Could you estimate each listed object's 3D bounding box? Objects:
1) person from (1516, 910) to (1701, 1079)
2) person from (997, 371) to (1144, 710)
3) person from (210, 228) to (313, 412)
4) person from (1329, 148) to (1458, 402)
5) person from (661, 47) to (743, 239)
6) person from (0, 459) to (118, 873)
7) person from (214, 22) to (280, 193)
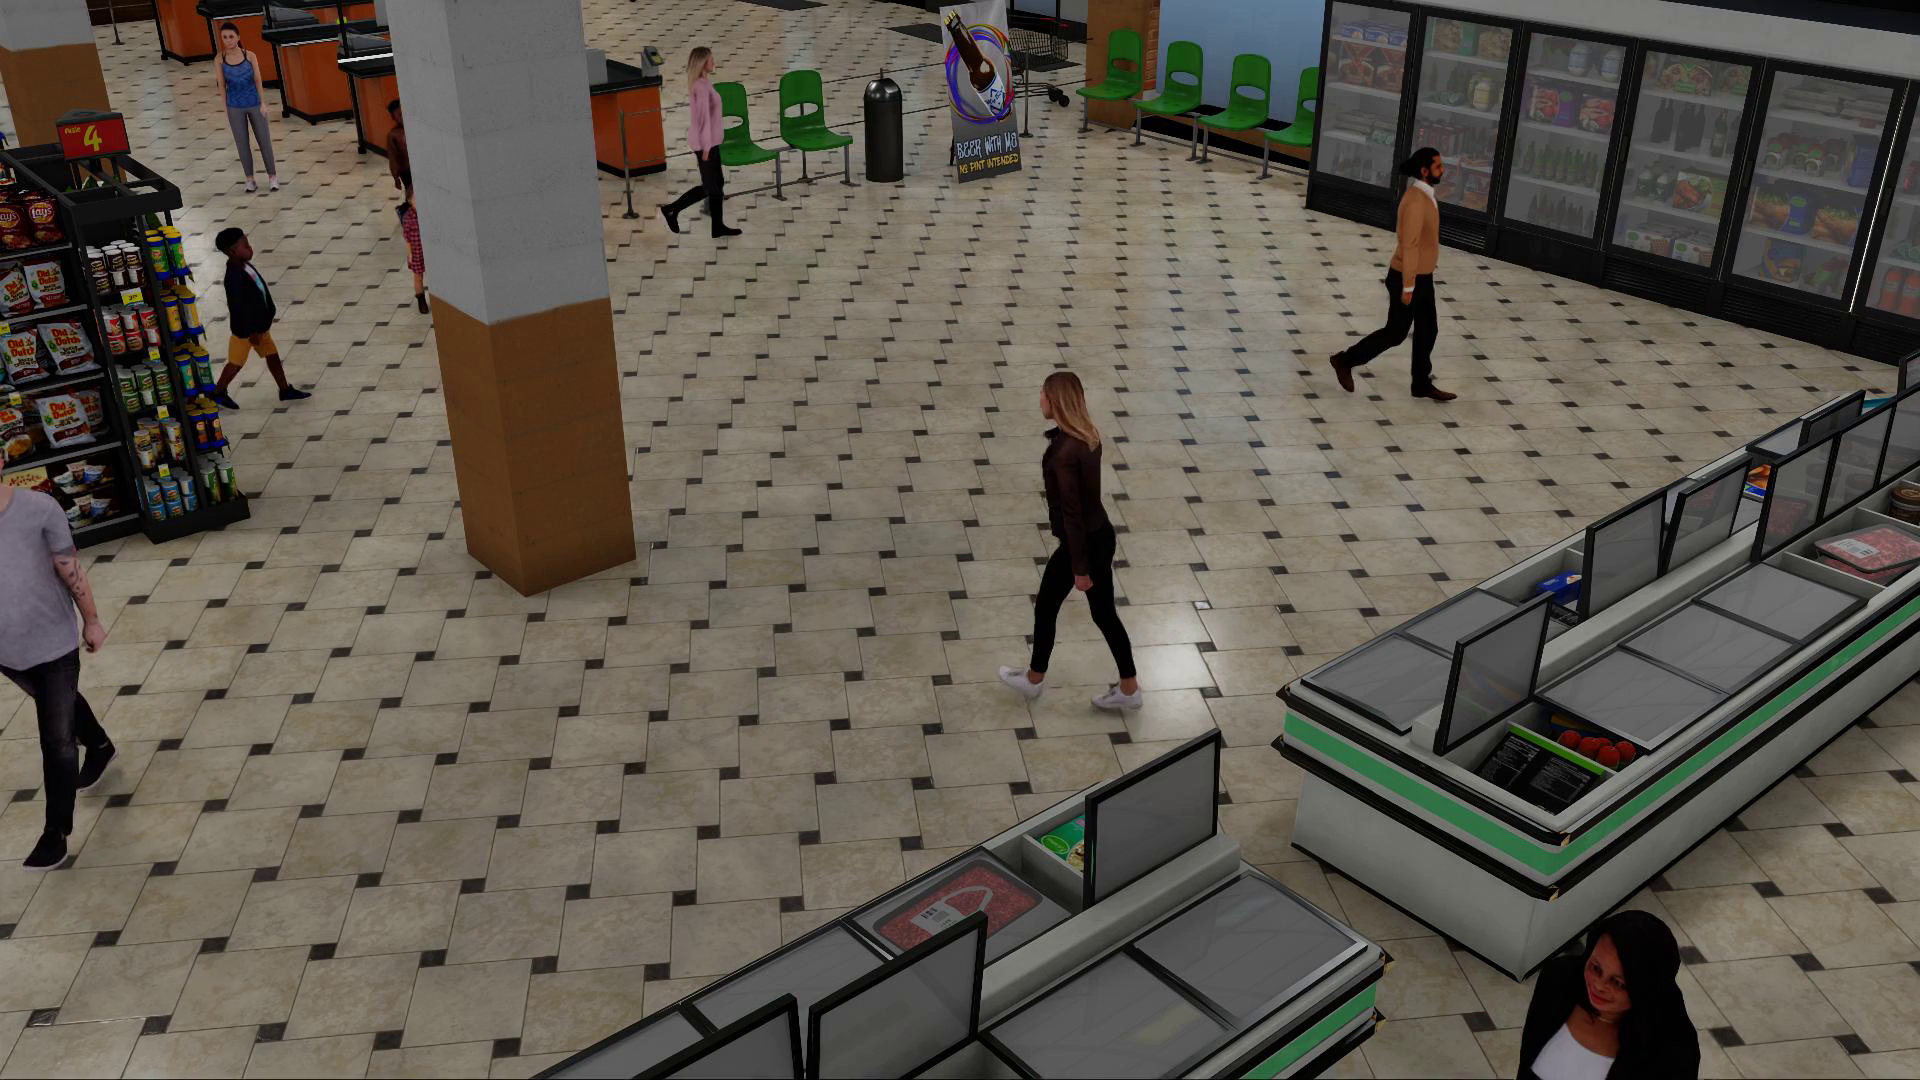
[{"bbox_3d":[1.793,1.658,4.653,0.740,1.566,1.121,23,35,38],"label":"person"},{"bbox_3d":[0.640,0.073,7.678,0.945,1.656,1.003,8,28,16],"label":"person"},{"bbox_3d":[-4.848,-1.457,11.143,0.961,1.251,0.776,-5,27,-10],"label":"person"},{"bbox_3d":[2.966,-1.764,11.220,1.050,1.729,1.146,11,29,20],"label":"person"},{"bbox_3d":[-2.327,-3.465,14.641,1.035,1.668,0.883,-4,27,-7],"label":"person"},{"bbox_3d":[-3.830,0.382,6.934,1.253,1.778,1.238,-1,27,-1],"label":"person"},{"bbox_3d":[-6.944,-4.207,16.170,0.592,1.609,0.693,-8,28,-15],"label":"person"}]
